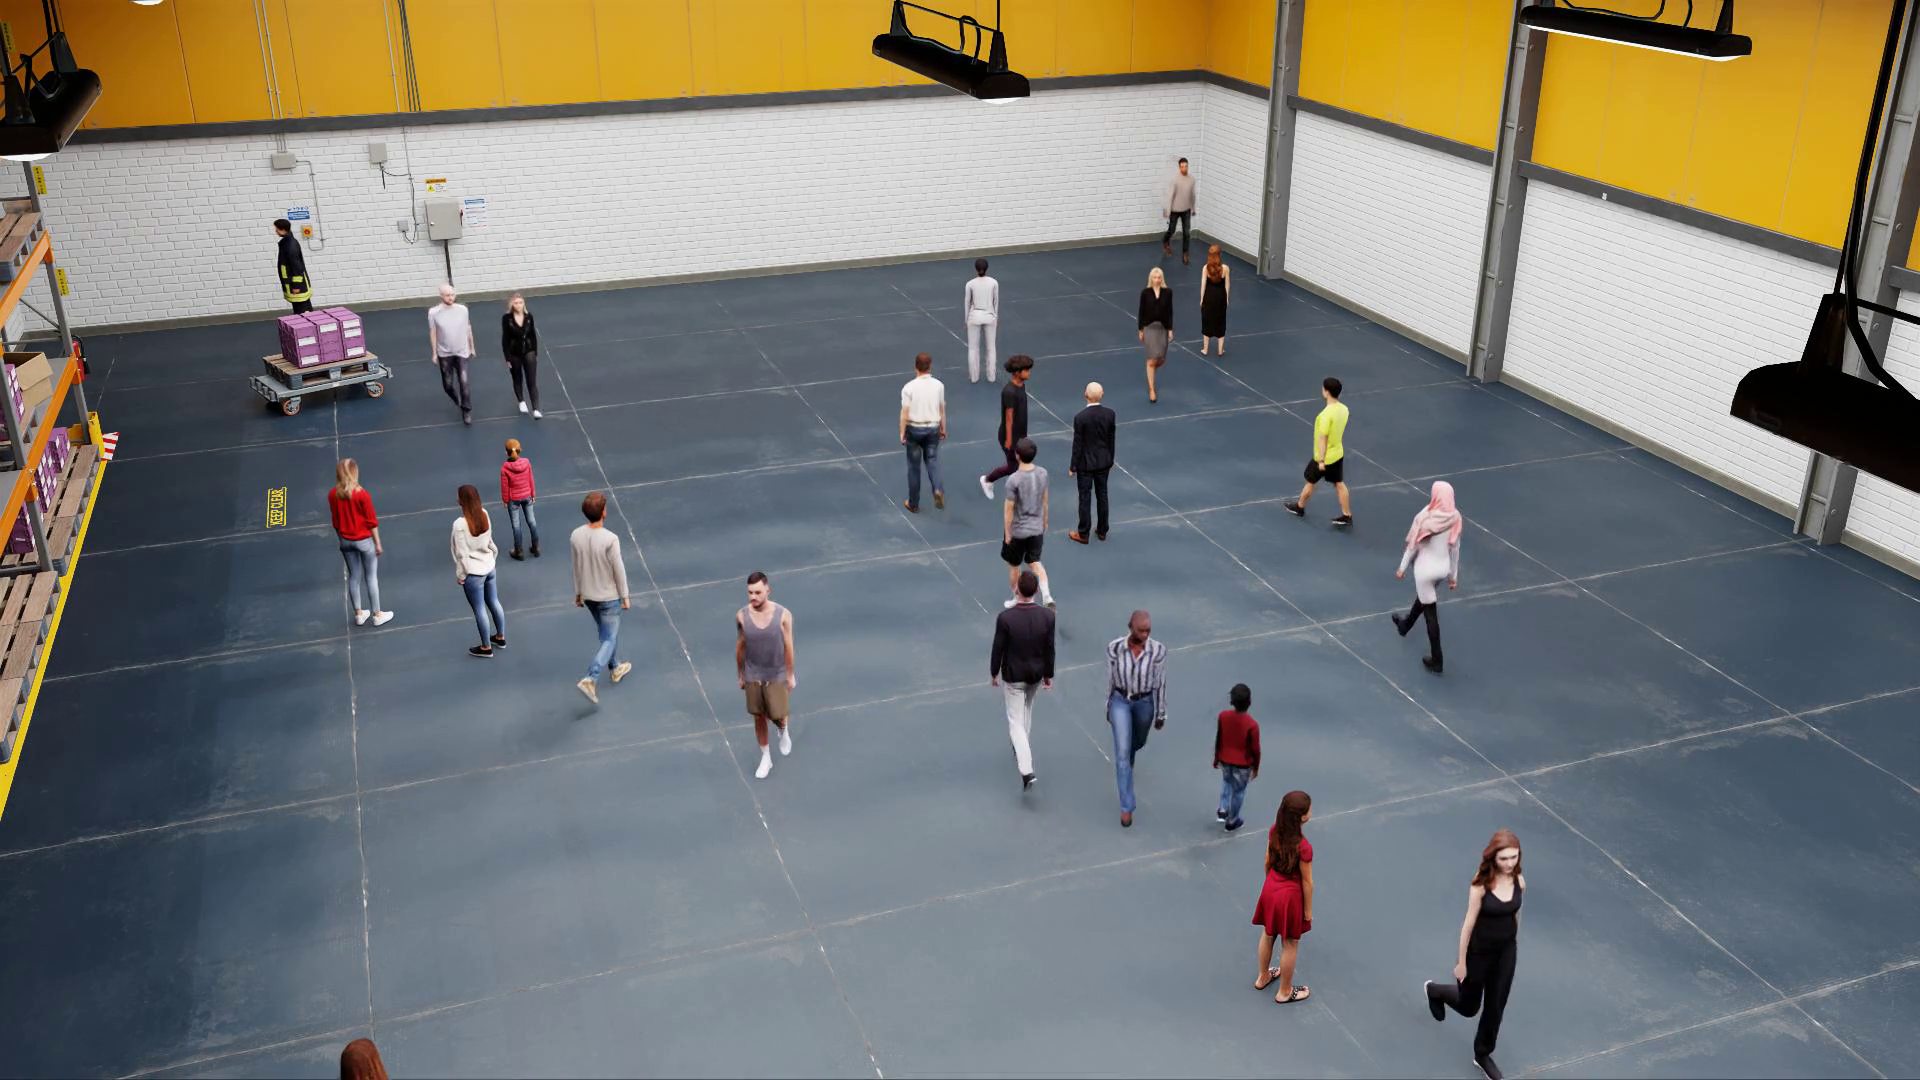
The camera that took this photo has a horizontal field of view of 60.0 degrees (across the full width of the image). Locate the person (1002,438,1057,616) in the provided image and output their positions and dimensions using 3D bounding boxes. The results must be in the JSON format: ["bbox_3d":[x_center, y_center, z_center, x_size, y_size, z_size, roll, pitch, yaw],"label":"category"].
[{"bbox_3d":[0.689,-0.070,16.083,0.755,1.851,0.988,-13,27,-26],"label":"person"}]

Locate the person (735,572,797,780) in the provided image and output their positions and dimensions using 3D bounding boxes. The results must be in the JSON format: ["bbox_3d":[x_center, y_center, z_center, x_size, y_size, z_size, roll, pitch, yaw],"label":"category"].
[{"bbox_3d":[-1.571,1.057,13.637,0.803,1.833,0.903,2,24,5],"label":"person"}]

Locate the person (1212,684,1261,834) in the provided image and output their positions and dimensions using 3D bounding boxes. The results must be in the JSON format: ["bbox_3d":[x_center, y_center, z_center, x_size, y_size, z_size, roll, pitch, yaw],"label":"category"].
[{"bbox_3d":[2.089,1.710,12.769,0.572,1.243,0.658,17,29,33],"label":"person"}]

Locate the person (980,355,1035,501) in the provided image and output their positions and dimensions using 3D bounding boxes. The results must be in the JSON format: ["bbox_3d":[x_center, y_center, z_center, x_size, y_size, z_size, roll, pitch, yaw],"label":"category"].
[{"bbox_3d":[0.532,-1.246,18.887,0.975,1.759,0.924,10,26,22],"label":"person"}]

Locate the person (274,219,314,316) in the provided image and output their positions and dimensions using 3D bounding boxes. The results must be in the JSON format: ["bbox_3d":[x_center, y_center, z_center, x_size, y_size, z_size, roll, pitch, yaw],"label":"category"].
[{"bbox_3d":[-9.796,-3.810,24.550,0.876,1.922,0.652,-12,26,-25],"label":"person"}]

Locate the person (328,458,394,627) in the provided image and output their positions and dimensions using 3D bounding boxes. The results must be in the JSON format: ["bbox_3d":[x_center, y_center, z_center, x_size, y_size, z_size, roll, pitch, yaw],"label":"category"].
[{"bbox_3d":[-5.814,0.024,16.051,0.689,1.704,0.693,5,24,12],"label":"person"}]

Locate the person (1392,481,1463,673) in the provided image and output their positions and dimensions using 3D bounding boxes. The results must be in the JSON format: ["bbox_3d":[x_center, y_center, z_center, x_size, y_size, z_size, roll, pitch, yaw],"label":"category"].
[{"bbox_3d":[4.355,0.370,15.188,0.648,1.761,1.140,-9,25,-20],"label":"person"}]

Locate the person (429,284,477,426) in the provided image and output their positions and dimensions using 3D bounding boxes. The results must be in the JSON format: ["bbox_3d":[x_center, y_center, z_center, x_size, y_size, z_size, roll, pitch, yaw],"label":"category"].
[{"bbox_3d":[-6.567,-2.434,21.542,0.694,1.808,1.012,-9,25,-21],"label":"person"}]

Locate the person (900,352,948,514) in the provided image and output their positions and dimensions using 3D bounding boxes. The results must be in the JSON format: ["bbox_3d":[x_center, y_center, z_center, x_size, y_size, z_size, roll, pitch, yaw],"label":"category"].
[{"bbox_3d":[-0.362,-1.163,18.609,0.707,1.830,0.835,-10,26,-22],"label":"person"}]

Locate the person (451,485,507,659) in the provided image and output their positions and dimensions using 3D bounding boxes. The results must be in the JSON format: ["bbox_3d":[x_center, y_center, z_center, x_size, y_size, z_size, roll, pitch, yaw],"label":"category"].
[{"bbox_3d":[-4.488,0.278,15.485,0.754,1.691,0.706,12,26,25],"label":"person"}]

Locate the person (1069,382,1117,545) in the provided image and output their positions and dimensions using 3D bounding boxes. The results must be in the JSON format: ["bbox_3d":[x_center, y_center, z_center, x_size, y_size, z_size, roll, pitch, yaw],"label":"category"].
[{"bbox_3d":[1.430,-0.834,17.894,0.686,1.800,0.574,-9,25,-21],"label":"person"}]

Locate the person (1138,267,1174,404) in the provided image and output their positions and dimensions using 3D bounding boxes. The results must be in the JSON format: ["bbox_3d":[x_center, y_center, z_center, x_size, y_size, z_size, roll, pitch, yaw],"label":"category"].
[{"bbox_3d":[2.610,-2.763,22.272,0.803,1.828,0.972,0,24,0],"label":"person"}]

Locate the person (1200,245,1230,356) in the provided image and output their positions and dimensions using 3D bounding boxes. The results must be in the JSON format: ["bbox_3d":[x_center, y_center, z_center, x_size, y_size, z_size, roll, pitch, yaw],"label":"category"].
[{"bbox_3d":[3.700,-3.489,24.185,0.653,1.626,0.681,2,24,4],"label":"person"}]

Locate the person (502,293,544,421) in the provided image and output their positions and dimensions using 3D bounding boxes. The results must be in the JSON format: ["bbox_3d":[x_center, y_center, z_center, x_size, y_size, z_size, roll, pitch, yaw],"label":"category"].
[{"bbox_3d":[-5.748,-2.394,21.660,0.653,1.641,1.116,-10,25,-21],"label":"person"}]

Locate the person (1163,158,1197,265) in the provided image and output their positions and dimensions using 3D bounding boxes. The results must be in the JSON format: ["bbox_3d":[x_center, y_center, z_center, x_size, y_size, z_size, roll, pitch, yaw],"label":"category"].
[{"bbox_3d":[3.839,-5.802,29.225,0.826,1.827,1.237,-6,24,-13],"label":"person"}]

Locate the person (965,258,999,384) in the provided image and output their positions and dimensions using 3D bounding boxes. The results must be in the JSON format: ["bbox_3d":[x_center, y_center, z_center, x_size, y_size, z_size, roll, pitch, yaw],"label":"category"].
[{"bbox_3d":[0.311,-3.042,23.027,0.674,1.733,0.632,-1,24,-3],"label":"person"}]

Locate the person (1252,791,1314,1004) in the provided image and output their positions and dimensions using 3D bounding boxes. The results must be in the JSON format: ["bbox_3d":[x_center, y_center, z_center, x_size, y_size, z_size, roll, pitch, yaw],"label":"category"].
[{"bbox_3d":[2.148,2.330,10.963,0.687,1.553,0.622,-17,29,-34],"label":"person"}]

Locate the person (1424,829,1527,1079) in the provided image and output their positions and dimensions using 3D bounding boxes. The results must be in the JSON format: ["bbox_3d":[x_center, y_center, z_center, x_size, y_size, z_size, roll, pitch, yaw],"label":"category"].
[{"bbox_3d":[3.227,2.504,10.348,0.575,1.728,0.928,-8,25,-19],"label":"person"}]

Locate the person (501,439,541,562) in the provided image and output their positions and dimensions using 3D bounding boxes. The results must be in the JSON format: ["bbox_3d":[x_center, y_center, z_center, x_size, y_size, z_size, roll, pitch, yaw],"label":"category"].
[{"bbox_3d":[-4.651,-0.437,17.591,0.552,1.314,0.548,-16,28,-32],"label":"person"}]

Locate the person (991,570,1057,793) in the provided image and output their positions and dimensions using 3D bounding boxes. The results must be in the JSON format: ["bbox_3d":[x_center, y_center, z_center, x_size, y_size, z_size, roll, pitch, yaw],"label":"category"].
[{"bbox_3d":[0.519,1.151,13.344,0.786,1.807,1.200,-5,24,-11],"label":"person"}]

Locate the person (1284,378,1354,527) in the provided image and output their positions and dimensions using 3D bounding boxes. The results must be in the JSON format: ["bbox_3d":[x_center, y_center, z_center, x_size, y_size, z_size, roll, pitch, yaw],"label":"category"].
[{"bbox_3d":[4.118,-0.922,18.262,0.918,1.666,1.196,-20,30,-38],"label":"person"}]

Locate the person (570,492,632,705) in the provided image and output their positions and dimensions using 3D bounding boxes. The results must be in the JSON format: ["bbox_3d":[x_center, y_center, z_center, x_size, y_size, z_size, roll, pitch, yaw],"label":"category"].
[{"bbox_3d":[-3.206,0.530,14.671,1.140,1.882,1.218,10,25,21],"label":"person"}]

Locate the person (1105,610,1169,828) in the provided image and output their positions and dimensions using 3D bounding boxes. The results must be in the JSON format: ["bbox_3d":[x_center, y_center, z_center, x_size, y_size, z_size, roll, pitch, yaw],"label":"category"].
[{"bbox_3d":[1.342,1.299,13.071,0.947,1.754,1.248,0,24,1],"label":"person"}]
